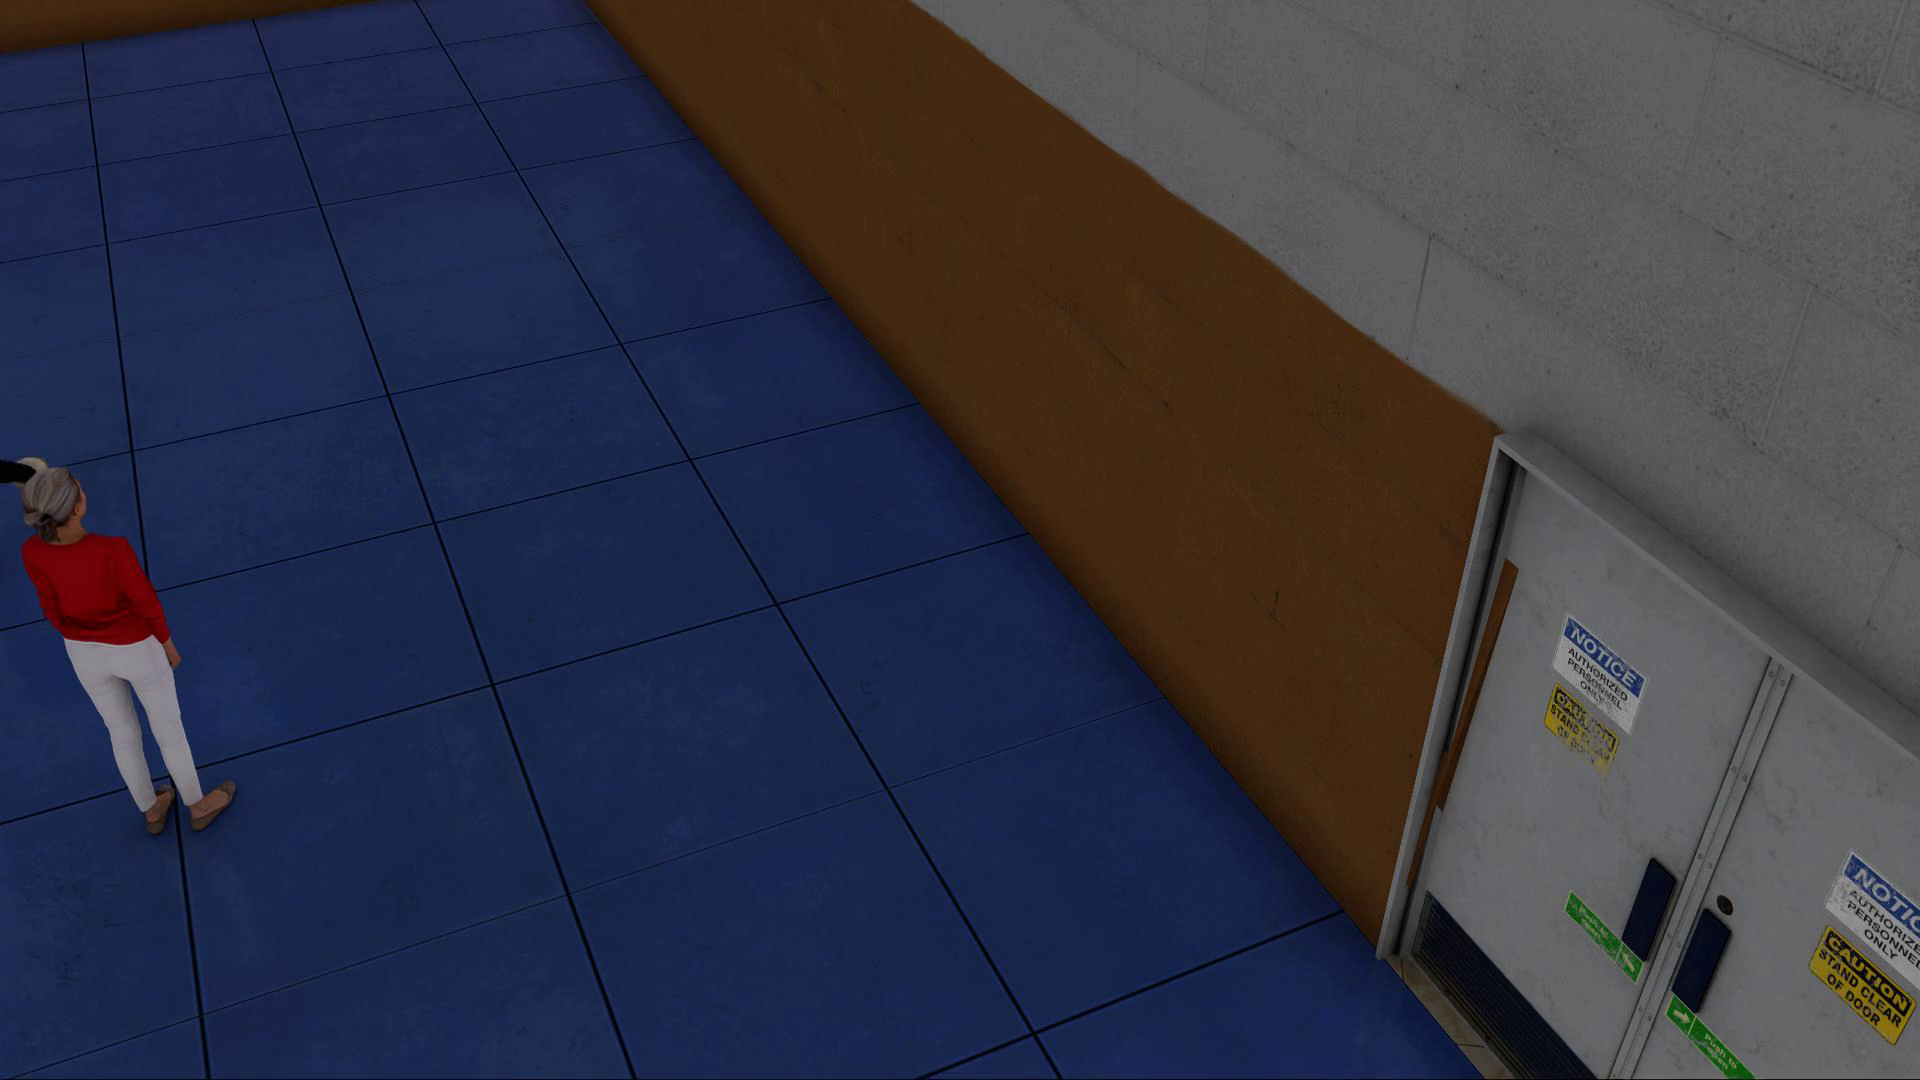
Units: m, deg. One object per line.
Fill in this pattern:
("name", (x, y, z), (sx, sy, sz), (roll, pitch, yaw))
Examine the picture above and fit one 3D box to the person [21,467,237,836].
("person", (-3.152, 0.434, 6.233), (0.588, 1.694, 0.693), (-1, 37, -2))
